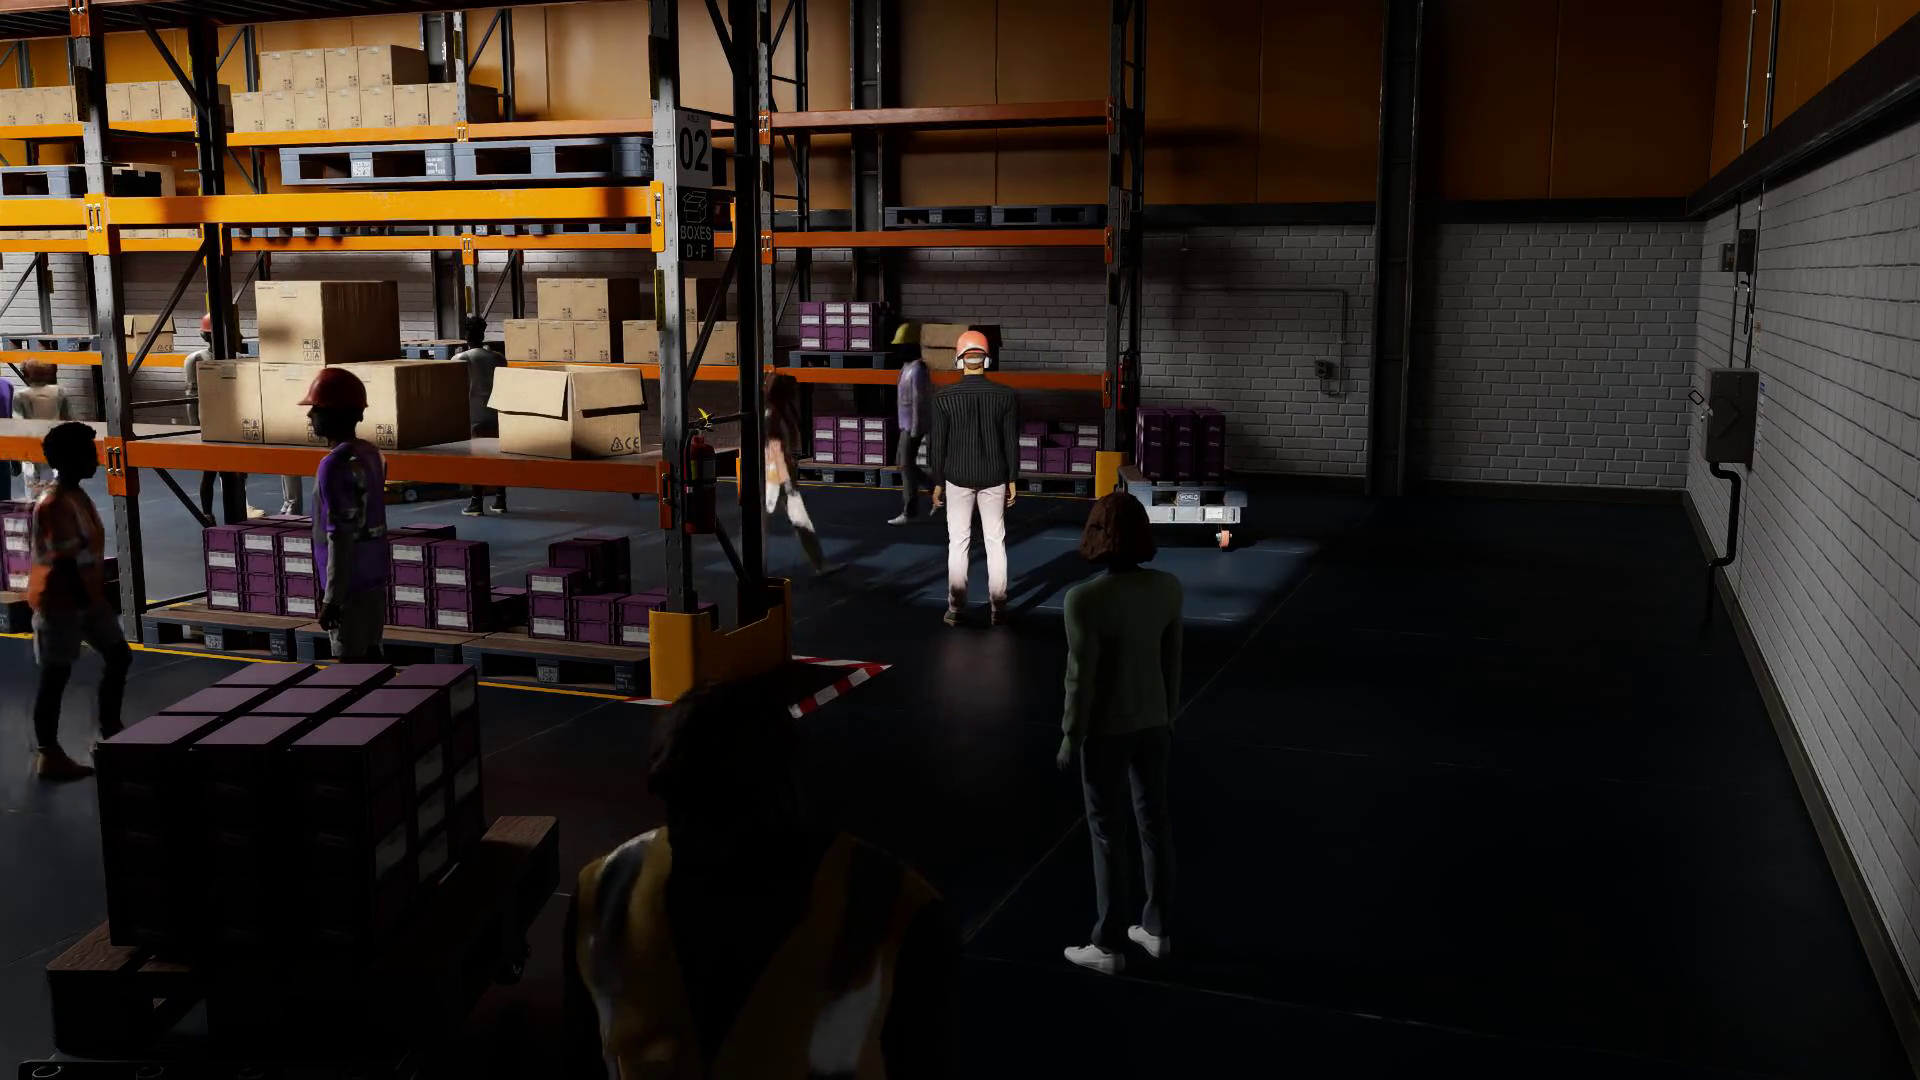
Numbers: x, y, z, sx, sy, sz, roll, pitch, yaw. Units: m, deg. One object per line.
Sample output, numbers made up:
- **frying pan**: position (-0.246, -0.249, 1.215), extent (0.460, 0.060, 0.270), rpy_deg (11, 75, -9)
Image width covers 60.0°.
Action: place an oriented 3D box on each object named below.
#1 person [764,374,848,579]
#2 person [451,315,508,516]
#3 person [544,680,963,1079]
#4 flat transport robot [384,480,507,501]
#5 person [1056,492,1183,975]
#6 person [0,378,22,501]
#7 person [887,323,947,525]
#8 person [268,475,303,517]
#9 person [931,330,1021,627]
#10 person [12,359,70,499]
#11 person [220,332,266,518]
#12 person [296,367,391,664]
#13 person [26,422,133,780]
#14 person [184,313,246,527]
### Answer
- **person**: position (-1.280, -0.450, 12.651), extent (0.804, 1.604, 0.530), rpy_deg (2, 9, 9)
- **person**: position (-4.714, -1.218, 16.336), extent (0.364, 1.964, 0.612), rpy_deg (9, 13, 43)
- **person**: position (-0.331, 1.082, 2.504), extent (0.650, 1.782, 0.945), rpy_deg (2, 9, 15)
- **flat transport robot**: position (-5.635, -0.586, 17.680), extent (1.431, 0.197, 0.652), rpy_deg (-7, 11, -37)
- **person**: position (0.542, 0.652, 5.640), extent (0.501, 1.632, 0.280), rpy_deg (-6, 11, -34)
- **person**: position (-7.759, -0.654, 13.218), extent (0.387, 1.837, 0.567), rpy_deg (3, 10, 19)
- **person**: position (-0.405, -1.089, 15.711), extent (0.541, 1.907, 0.604), rpy_deg (-2, 9, -10)
- **person**: position (-6.373, -1.063, 15.624), extent (0.357, 1.883, 0.573), rpy_deg (-4, 10, -26)
- **person**: position (0.102, -0.407, 11.171), extent (0.608, 1.990, 0.385), rpy_deg (-1, 9, -7)
- **person**: position (-8.461, -0.877, 15.365), extent (0.831, 1.597, 0.518), rpy_deg (9, 12, 43)
- **person**: position (-7.060, -1.134, 16.207), extent (0.429, 1.844, 0.625), rpy_deg (-7, 11, -37)
- **person**: position (-2.808, 0.181, 7.629), extent (0.354, 1.942, 0.545), rpy_deg (0, 9, -3)
- **person**: position (-4.084, 0.291, 7.785), extent (0.608, 1.677, 0.550), rpy_deg (-2, 9, -11)
- **person**: position (-6.607, -1.031, 14.925), extent (0.391, 2.040, 0.615), rpy_deg (5, 10, 29)
